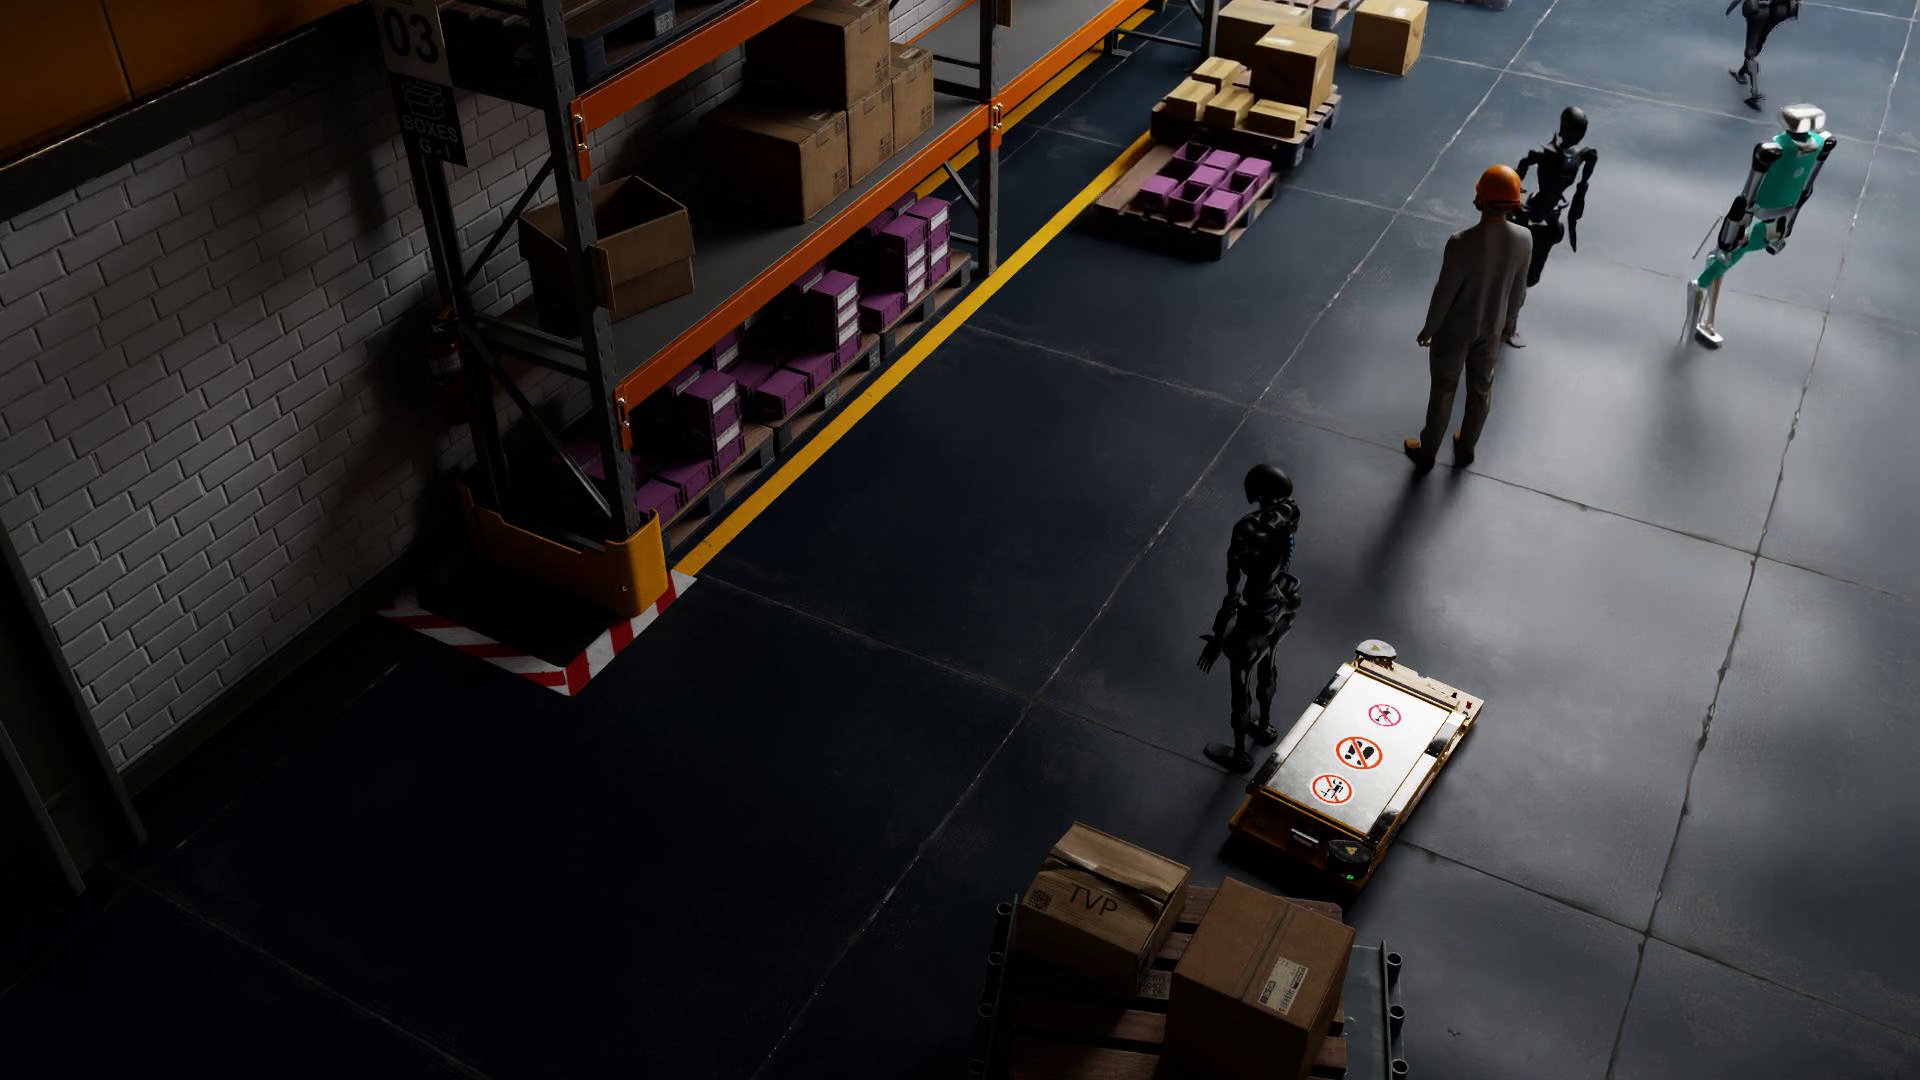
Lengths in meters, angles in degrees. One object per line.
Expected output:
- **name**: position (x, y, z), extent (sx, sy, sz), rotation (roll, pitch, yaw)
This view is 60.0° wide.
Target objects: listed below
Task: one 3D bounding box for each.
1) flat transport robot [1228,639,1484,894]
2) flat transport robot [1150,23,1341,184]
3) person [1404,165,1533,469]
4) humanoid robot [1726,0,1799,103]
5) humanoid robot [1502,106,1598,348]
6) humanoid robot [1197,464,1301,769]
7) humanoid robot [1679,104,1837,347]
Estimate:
- **flat transport robot**: position (1.914, 1.038, 7.922), extent (0.659, 0.231, 1.431), rotation (24, 45, 27)
- **flat transport robot**: position (2.189, -3.100, 13.095), extent (0.659, 0.231, 1.431), rotation (20, 43, 23)
- **person**: position (2.911, -1.246, 9.477), extent (0.562, 1.896, 0.357), rotation (-7, 39, -9)
- **humanoid robot**: position (6.708, -4.460, 13.714), extent (0.590, 1.651, 0.753), rotation (-3, 39, -3)
- **humanoid robot**: position (3.672, -2.102, 10.735), extent (0.609, 1.617, 0.601), rotation (-8, 39, -10)
- **humanoid robot**: position (1.350, 0.349, 7.643), extent (0.315, 1.659, 0.599), rotation (29, 47, 31)
- **humanoid robot**: position (4.925, -1.963, 10.579), extent (0.542, 1.879, 0.747), rotation (-12, 40, -14)
